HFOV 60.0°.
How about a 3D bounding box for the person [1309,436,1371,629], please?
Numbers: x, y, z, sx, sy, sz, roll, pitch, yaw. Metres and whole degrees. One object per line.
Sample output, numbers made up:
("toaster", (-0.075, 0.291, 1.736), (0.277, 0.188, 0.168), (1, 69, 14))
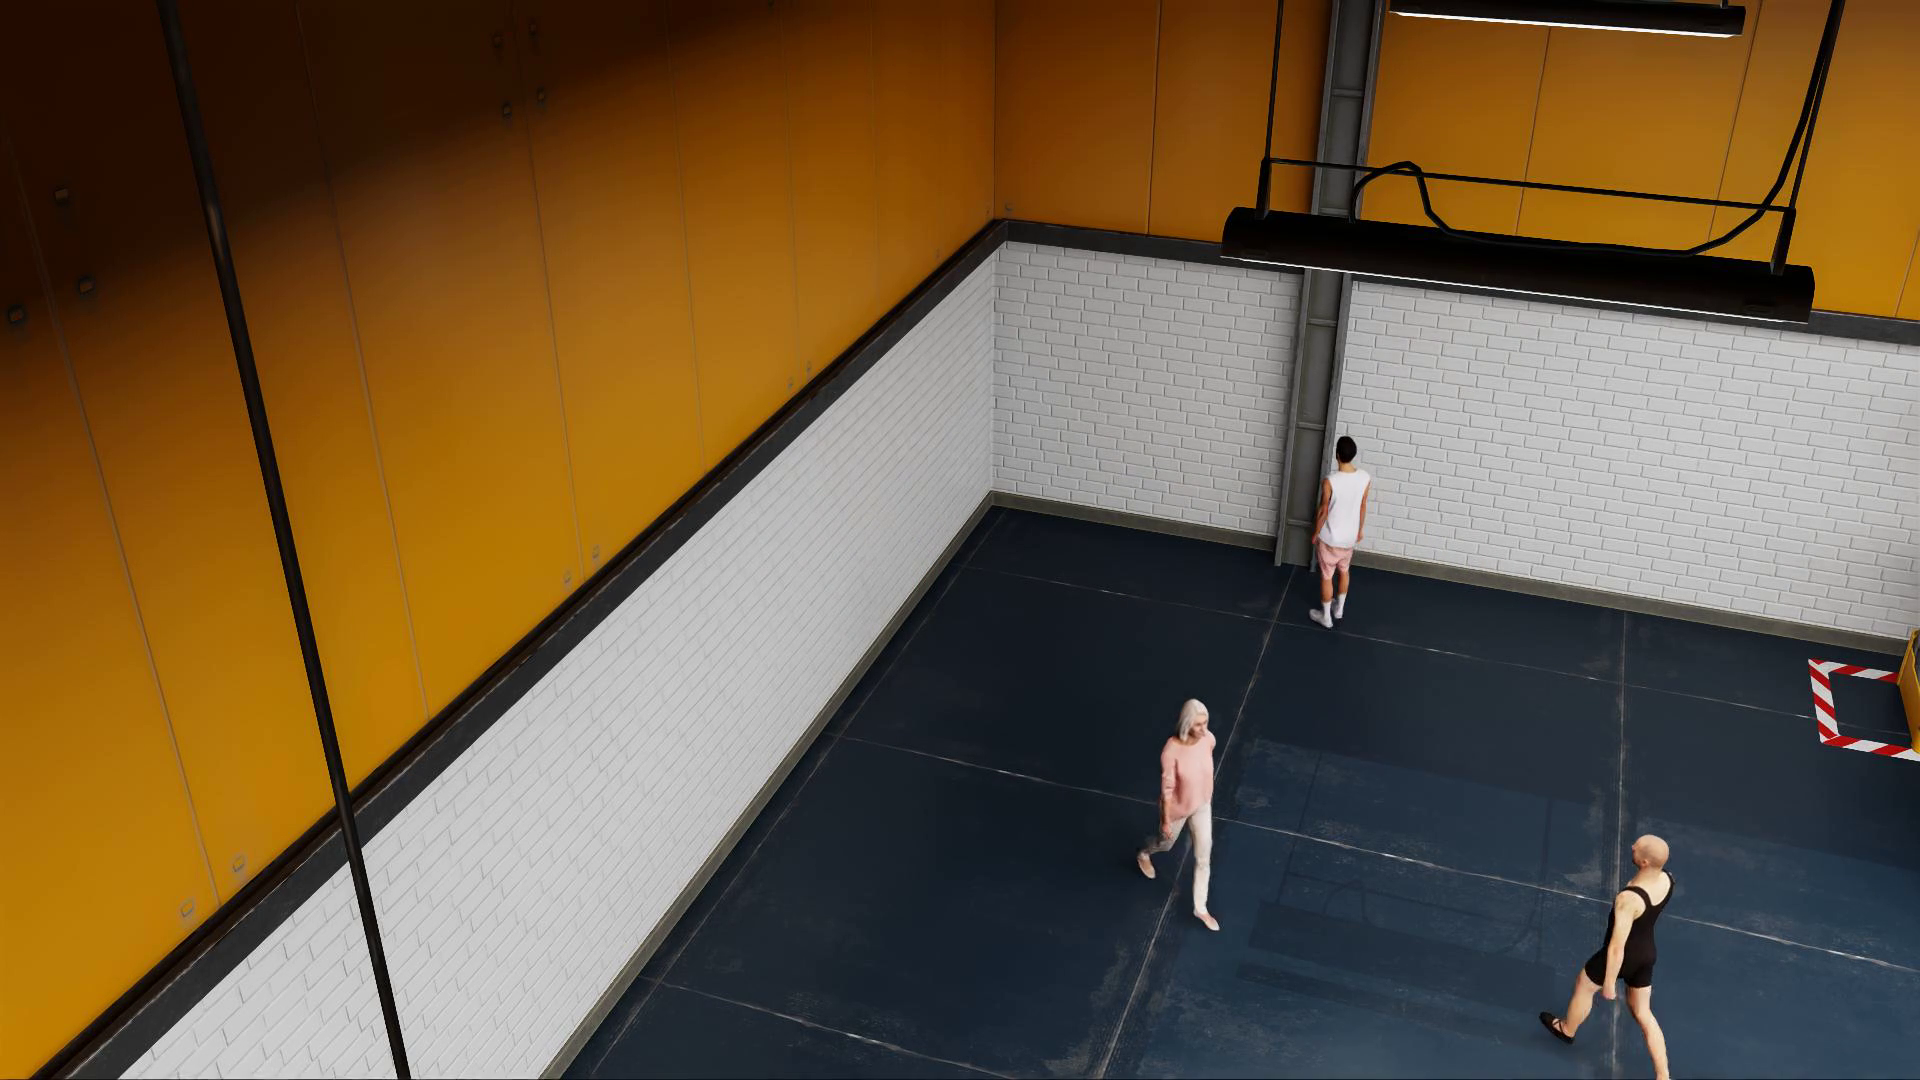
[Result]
("person", (3.359, -0.061, 14.750), (0.761, 1.787, 0.833), (-9, 30, -17))

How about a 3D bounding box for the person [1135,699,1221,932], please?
("person", (1.494, 1.796, 11.449), (1.070, 1.687, 1.192), (-16, 32, -26))

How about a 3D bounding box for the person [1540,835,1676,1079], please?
("person", (4.075, 2.561, 9.955), (1.127, 1.775, 1.259), (-16, 33, -27))
